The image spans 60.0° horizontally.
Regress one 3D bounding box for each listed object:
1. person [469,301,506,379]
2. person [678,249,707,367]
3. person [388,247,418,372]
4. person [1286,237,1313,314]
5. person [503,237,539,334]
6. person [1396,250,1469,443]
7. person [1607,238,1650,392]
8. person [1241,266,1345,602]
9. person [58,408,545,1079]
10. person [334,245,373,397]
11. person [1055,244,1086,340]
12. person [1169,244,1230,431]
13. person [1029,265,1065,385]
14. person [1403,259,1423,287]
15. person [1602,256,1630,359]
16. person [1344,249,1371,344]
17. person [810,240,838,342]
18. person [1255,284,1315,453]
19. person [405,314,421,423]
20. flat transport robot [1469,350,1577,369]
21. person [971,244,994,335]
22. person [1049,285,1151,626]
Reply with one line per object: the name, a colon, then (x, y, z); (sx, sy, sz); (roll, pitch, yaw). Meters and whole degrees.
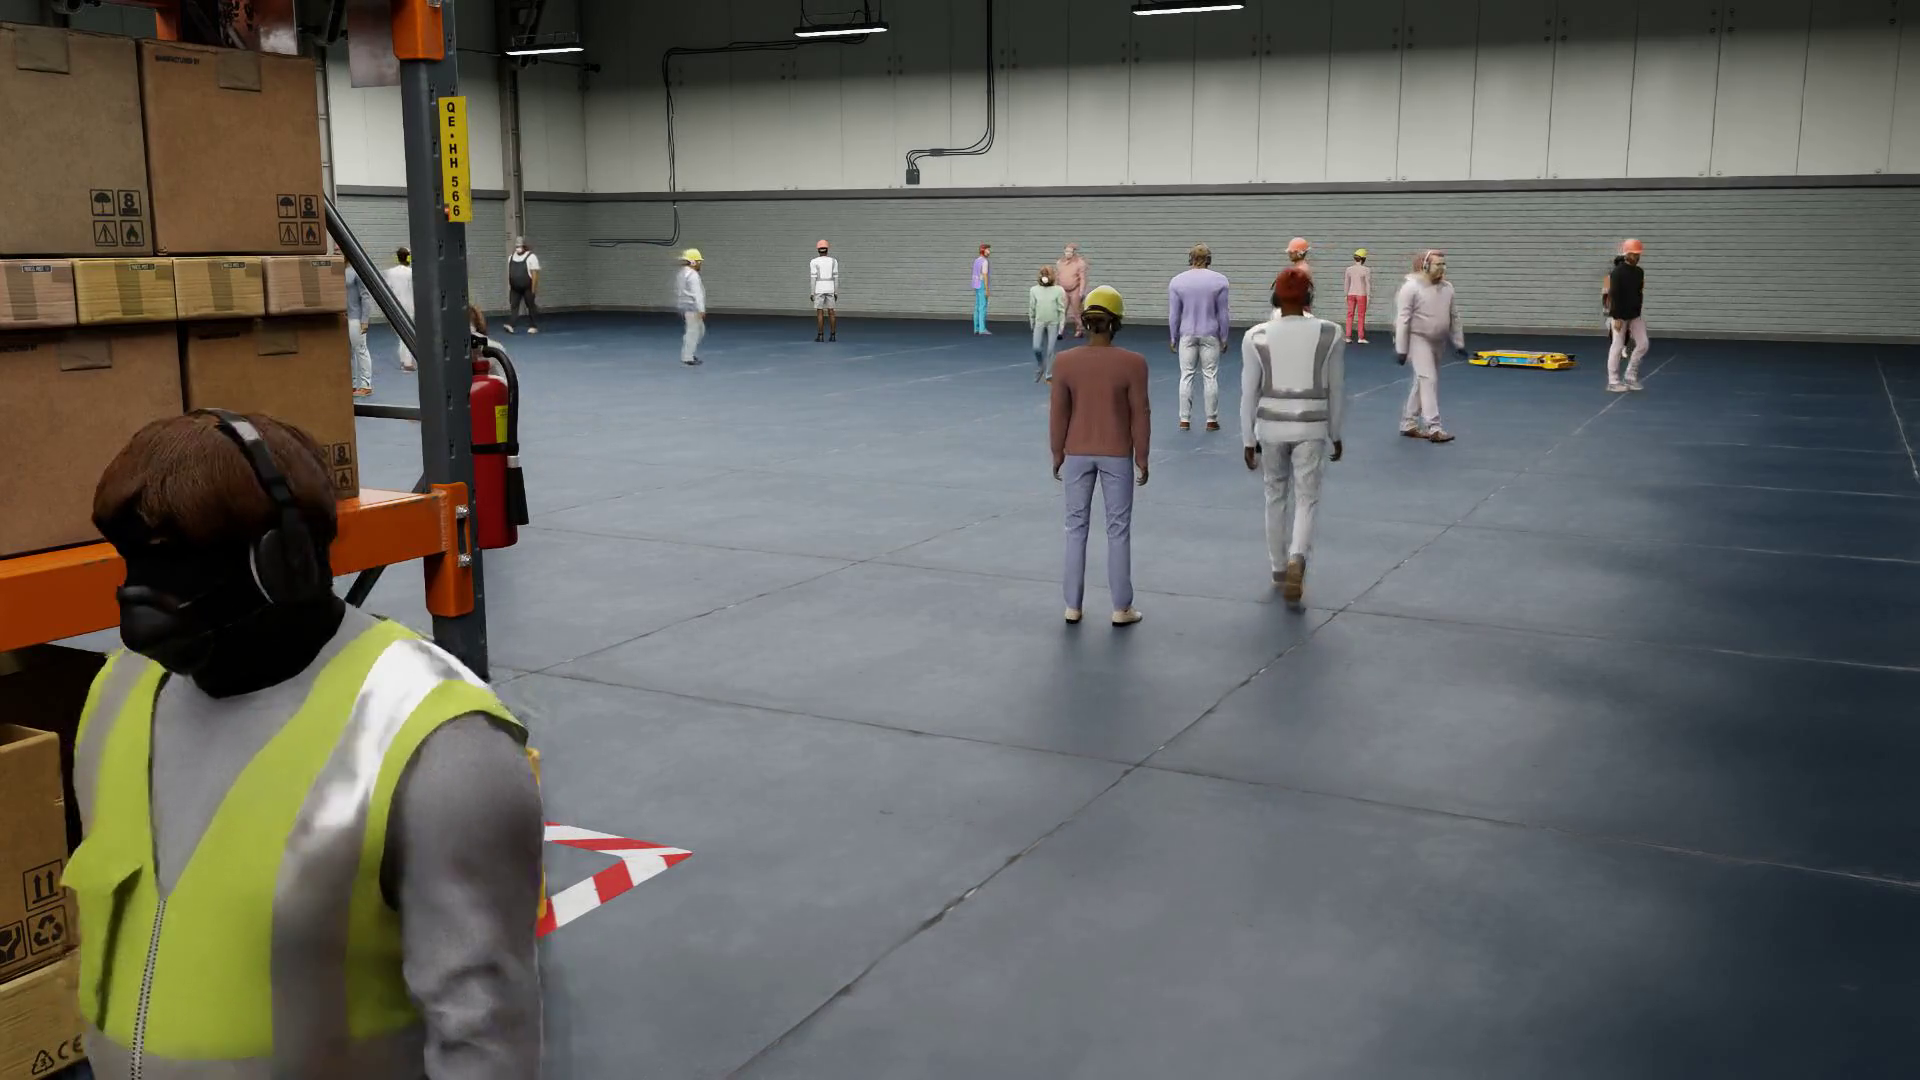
person: (-3.284, -0.807, 11.183); (0.504, 1.580, 0.909); (-4, 11, -21)
person: (-4.093, -3.569, 25.638); (0.494, 1.815, 0.602); (-4, 11, -20)
person: (-8.225, -3.431, 24.787); (0.561, 1.852, 0.490); (4, 11, 21)
person: (4.494, -3.024, 22.161); (0.384, 1.994, 0.618); (0, 10, 2)
person: (-9.024, -5.253, 34.191); (0.706, 2.000, 1.021); (3, 11, 14)
person: (4.675, -1.891, 16.327); (0.659, 1.869, 0.914); (-7, 12, -32)
person: (8.641, -2.881, 21.430); (0.647, 1.972, 0.593); (-6, 12, -30)
person: (1.849, -0.590, 9.289); (0.575, 1.860, 0.852); (3, 11, 14)
person: (-0.782, 0.757, 1.998); (0.747, 1.834, 0.458); (5, 12, 26)
person: (-7.644, -2.760, 20.876); (0.633, 1.936, 0.355); (6, 12, 31)
person: (2.139, -4.817, 32.371); (0.687, 1.857, 1.021); (4, 11, 22)
person: (2.475, -2.090, 17.240); (0.627, 1.933, 0.371); (2, 11, 12)
person: (1.176, -2.903, 22.530); (0.501, 1.620, 0.357); (2, 11, 11)
person: (8.191, -4.235, 29.835); (0.541, 1.587, 0.849); (3, 11, 17)
person: (10.753, -3.787, 27.134); (0.557, 1.684, 0.438); (2, 11, 11)
person: (7.463, -4.561, 31.166); (0.533, 1.767, 0.326); (9, 14, 40)
person: (-2.595, -4.730, 31.646); (0.548, 1.925, 0.386); (-4, 11, -22)
person: (3.051, -1.605, 15.519); (0.508, 1.599, 0.858); (10, 14, 43)
person: (-5.576, -2.146, 17.863); (0.817, 1.814, 0.631); (-1, 10, -4)
flat transport robot: (8.649, -2.785, 25.561); (1.431, 0.197, 0.652); (10, 14, 43)
person: (0.432, -5.086, 33.817); (0.393, 1.842, 0.564); (-4, 11, -20)
person: (0.732, -0.433, 8.663); (0.533, 1.765, 0.329); (3, 11, 18)
